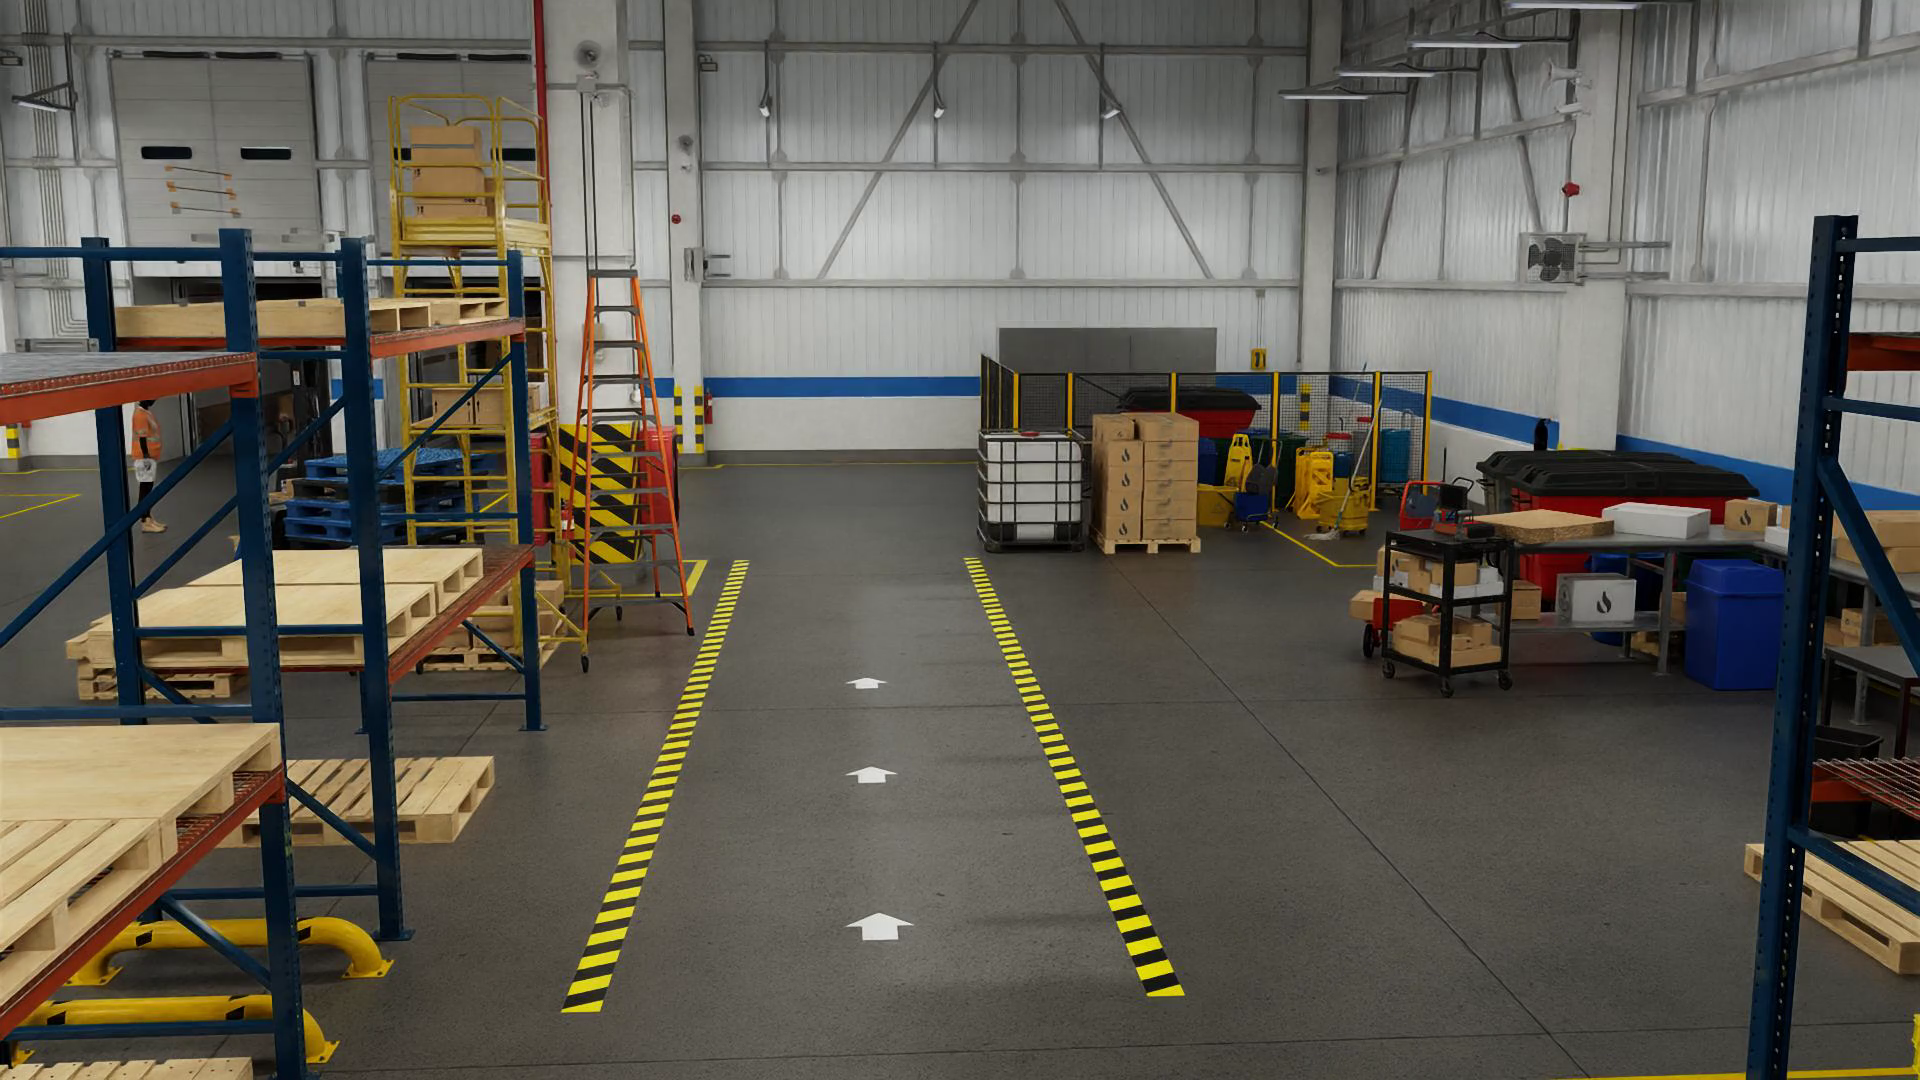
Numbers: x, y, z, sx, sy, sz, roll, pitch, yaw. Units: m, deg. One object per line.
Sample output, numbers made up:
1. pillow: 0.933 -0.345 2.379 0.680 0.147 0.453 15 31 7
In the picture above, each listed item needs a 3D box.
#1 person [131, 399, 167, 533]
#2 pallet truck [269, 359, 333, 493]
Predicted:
1. person: -9.106 -0.922 18.638 0.319 1.692 0.533 -3 10 -20
2. pallet truck: -7.062 -1.131 18.996 1.885 1.965 0.823 2 9 13
